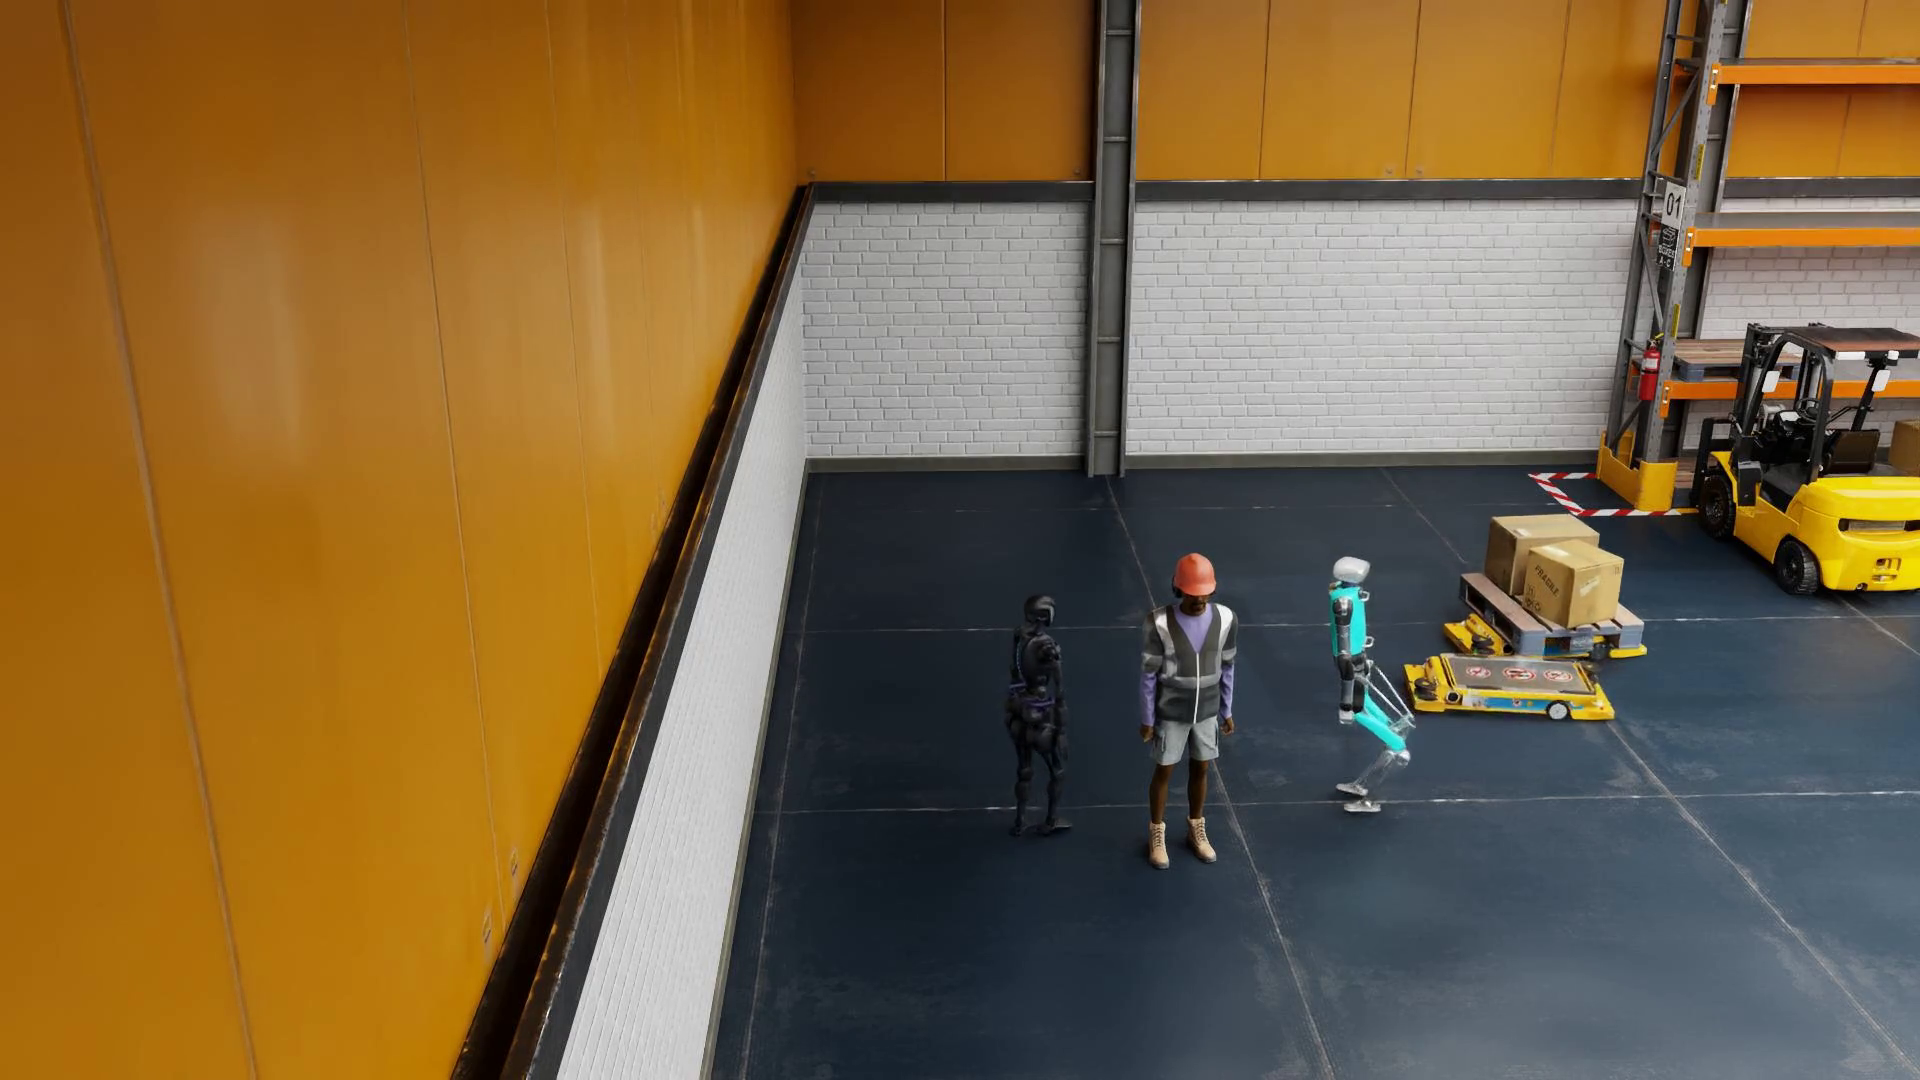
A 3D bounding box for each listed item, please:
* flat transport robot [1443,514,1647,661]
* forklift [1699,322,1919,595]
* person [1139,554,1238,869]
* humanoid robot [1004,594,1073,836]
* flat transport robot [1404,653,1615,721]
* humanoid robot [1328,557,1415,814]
[{"bbox_3d":[4.730,0.765,13.478,1.431,0.231,0.659,-3,20,-7],"label":"flat transport robot"},{"bbox_3d":[7.809,-0.792,14.926,1.214,2.155,2.313,-1,20,-2],"label":"forklift"},{"bbox_3d":[1.396,1.042,10.172,0.612,2.043,0.371,-4,21,-12],"label":"person"},{"bbox_3d":[0.498,1.106,10.531,0.405,1.651,0.583,-13,24,-31],"label":"humanoid robot"},{"bbox_3d":[4.126,1.107,12.552,1.431,0.231,0.659,3,20,7],"label":"flat transport robot"},{"bbox_3d":[2.694,0.970,10.731,0.731,1.727,0.530,7,21,18],"label":"humanoid robot"}]
